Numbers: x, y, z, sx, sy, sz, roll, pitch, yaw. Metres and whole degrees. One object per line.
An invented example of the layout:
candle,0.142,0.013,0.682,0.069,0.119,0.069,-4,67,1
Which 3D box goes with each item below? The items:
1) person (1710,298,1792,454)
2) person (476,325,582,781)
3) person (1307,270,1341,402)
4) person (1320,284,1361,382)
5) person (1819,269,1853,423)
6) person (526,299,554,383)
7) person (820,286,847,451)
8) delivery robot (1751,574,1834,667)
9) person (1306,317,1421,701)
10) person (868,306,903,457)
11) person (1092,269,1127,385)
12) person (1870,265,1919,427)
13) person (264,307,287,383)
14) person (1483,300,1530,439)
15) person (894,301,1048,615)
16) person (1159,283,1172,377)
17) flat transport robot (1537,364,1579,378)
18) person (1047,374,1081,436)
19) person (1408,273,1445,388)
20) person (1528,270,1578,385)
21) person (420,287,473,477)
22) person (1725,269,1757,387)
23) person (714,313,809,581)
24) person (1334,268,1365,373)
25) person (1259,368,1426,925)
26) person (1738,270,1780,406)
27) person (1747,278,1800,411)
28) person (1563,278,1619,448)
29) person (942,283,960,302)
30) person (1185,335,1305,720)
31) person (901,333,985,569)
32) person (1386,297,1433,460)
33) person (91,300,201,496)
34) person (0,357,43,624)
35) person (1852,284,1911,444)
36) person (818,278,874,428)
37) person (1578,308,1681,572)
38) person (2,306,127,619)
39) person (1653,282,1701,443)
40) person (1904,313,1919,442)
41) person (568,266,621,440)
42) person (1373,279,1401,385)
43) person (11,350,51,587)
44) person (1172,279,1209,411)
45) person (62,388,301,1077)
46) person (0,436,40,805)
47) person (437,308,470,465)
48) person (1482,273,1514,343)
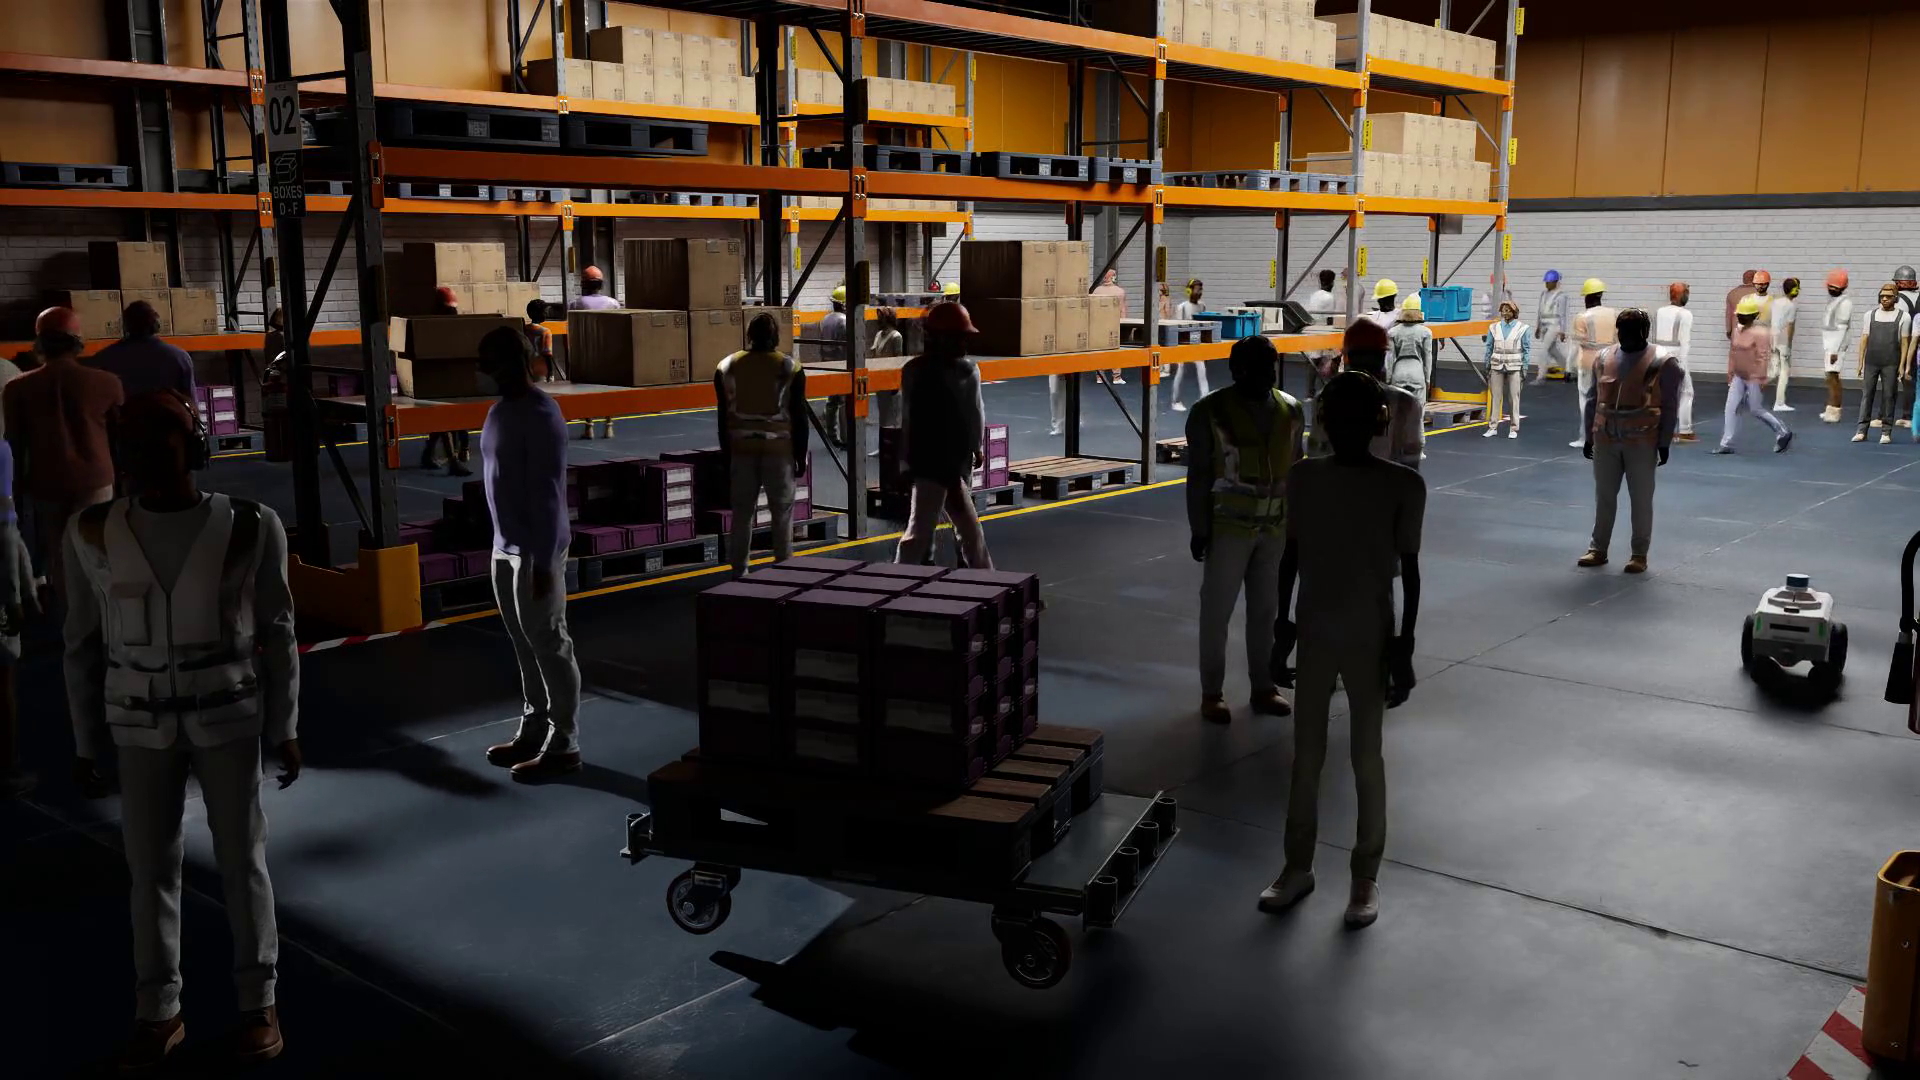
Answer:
person,8.670,-1.779,18.141,0.784,1.728,0.560,-2,10,-13
person,-1.854,0.053,7.122,0.356,1.933,0.627,-7,12,-35
person,5.405,-3.002,24.495,0.727,1.931,0.636,-5,11,-25
person,6.503,-3.517,28.008,0.803,1.736,0.523,-3,10,-16
person,11.317,-2.514,21.605,0.420,1.997,0.790,2,10,11
person,-4.746,-1.852,18.674,0.534,1.686,0.321,7,12,36
person,-1.316,-1.918,18.621,0.404,1.830,0.600,-8,13,-38
delivery robot,4.351,0.420,8.678,0.477,0.478,0.707,6,12,29
person,1.999,-0.144,8.337,0.561,1.922,0.450,0,10,1
person,-0.777,-1.684,17.842,0.307,1.639,0.514,-6,12,-32
person,2.485,-3.523,27.569,0.636,1.902,0.406,5,11,28
person,11.803,-2.431,20.948,0.676,2.000,0.536,-1,10,-8
person,-7.263,-1.684,17.881,0.493,1.626,0.286,6,12,31
person,6.492,-2.020,19.753,0.523,1.638,0.311,7,12,35
person,0.001,-0.376,9.510,0.988,1.942,0.652,1,10,6
person,3.545,-3.672,29.154,0.307,1.640,0.519,-3,10,-16
flat transport robot,10.815,-2.924,28.793,1.431,0.197,0.652,1,10,6
person,1.267,-2.087,20.184,0.507,1.615,0.550,4,11,20
person,6.853,-2.993,24.497,0.591,1.919,0.390,3,10,18
person,9.829,-3.496,27.407,0.887,1.911,0.635,-2,10,-12
person,-5.213,-1.598,16.698,0.999,1.878,0.562,8,13,37
person,12.705,-3.403,26.865,0.402,1.911,0.639,-8,12,-37
person,-1.302,-0.582,11.031,0.621,1.835,0.430,1,10,8
person,6.986,-3.964,30.079,0.643,1.902,0.400,-5,11,-24
person,1.281,0.355,5.594,0.509,1.865,0.329,6,11,29
person,11.443,-2.890,23.851,0.547,1.938,0.378,5,11,28
person,11.326,-2.701,23.045,0.554,1.848,0.542,-1,10,-8
person,7.082,-1.969,18.649,0.614,1.918,0.389,-4,11,-22
person,-0.084,-2.784,23.746,0.329,1.765,0.526,-10,14,-43
person,1.389,-0.060,8.011,0.632,1.846,0.429,-3,11,-18
person,-0.108,-0.674,11.535,0.586,1.833,0.403,2,10,13
person,4.788,-1.718,17.761,0.484,1.735,0.311,3,11,19
person,-5.599,-0.700,11.498,0.671,1.901,0.464,-4,11,-20
person,-5.700,-0.380,9.586,0.506,1.933,0.637,5,11,28
person,10.669,-2.034,19.245,0.505,1.846,0.346,8,13,39
person,-1.426,-2.353,20.880,0.591,1.947,0.653,-1,10,-7
person,4.663,-0.697,11.644,0.634,1.841,0.429,10,14,43
person,-4.915,-0.311,9.192,0.593,1.938,1.007,-3,10,-18
person,8.285,-2.038,19.218,0.766,1.859,0.593,-5,11,-26
person,11.231,-1.992,19.148,0.579,1.801,0.824,6,12,33
person,-4.304,-2.201,19.641,0.656,2.039,0.390,-6,12,-30
person,4.654,-1.888,18.205,0.382,1.918,0.585,-4,11,-24
person,-6.068,-0.500,11.264,0.527,1.586,0.868,7,12,34
person,3.205,-2.642,22.768,0.546,1.818,0.982,-6,11,-29
person,-2.117,0.526,4.557,0.584,1.882,0.339,-3,10,-14
person,-3.955,0.182,6.460,0.548,1.915,0.807,-1,10,-4
person,-5.354,-1.619,17.399,0.317,1.682,0.636,3,10,18
person,8.723,-3.430,27.078,0.607,1.887,0.686,-2,10,-12
